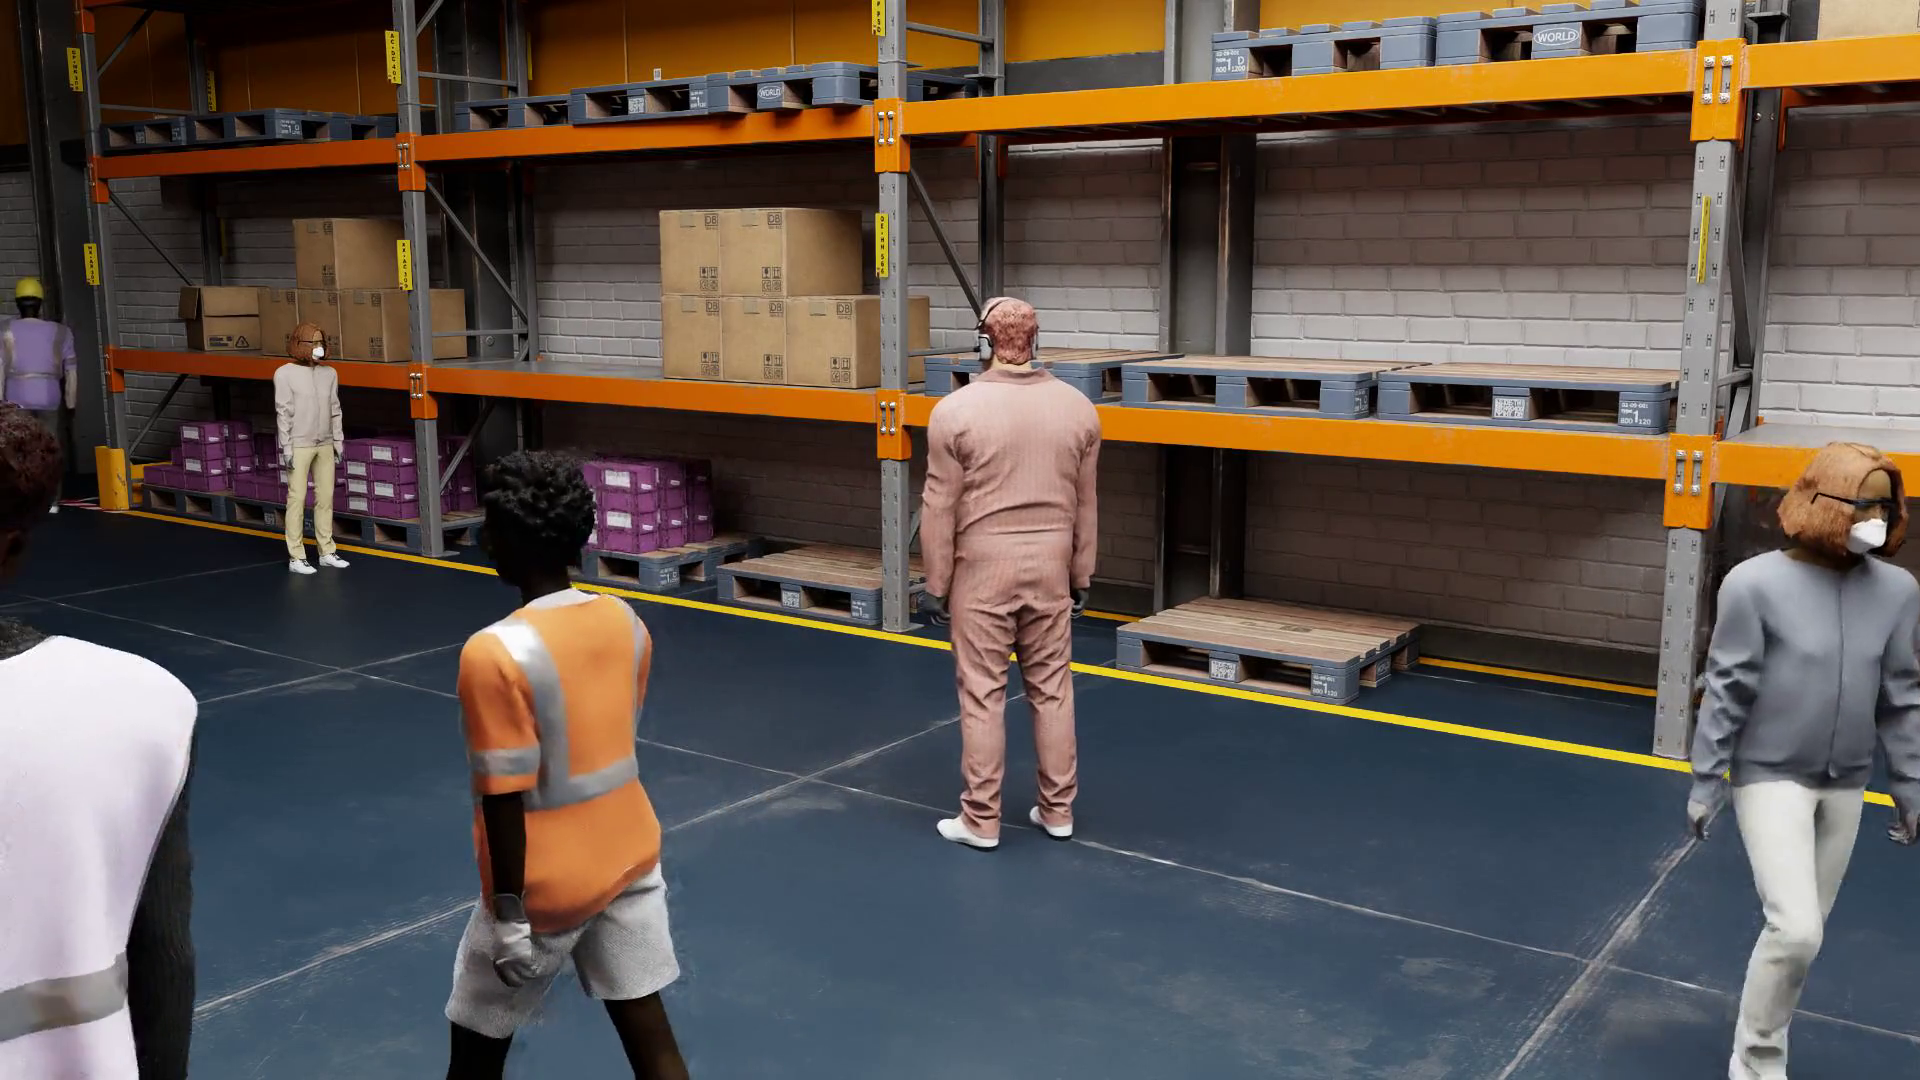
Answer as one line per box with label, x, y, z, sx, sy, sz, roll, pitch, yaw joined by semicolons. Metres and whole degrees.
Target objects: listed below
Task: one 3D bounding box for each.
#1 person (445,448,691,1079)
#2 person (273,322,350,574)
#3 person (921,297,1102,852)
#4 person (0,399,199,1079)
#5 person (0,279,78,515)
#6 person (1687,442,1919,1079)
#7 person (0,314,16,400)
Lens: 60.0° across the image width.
person;-0.855;0.645;3.322;0.867;1.646;0.552;5;11;25
person;-4.226;-0.598;10.836;0.277;1.629;0.497;5;11;29
person;0.164;0.116;5.771;0.645;1.900;0.398;-4;10;-23
person;-1.164;0.789;1.855;0.401;1.872;0.765;5;11;29
person;-7.252;-1.080;12.983;0.646;1.902;0.762;-7;12;-37
person;1.965;0.584;3.796;0.538;1.610;0.525;-2;10;-12
person;-8.571;-1.373;14.726;0.533;1.868;0.310;-5;11;-25
